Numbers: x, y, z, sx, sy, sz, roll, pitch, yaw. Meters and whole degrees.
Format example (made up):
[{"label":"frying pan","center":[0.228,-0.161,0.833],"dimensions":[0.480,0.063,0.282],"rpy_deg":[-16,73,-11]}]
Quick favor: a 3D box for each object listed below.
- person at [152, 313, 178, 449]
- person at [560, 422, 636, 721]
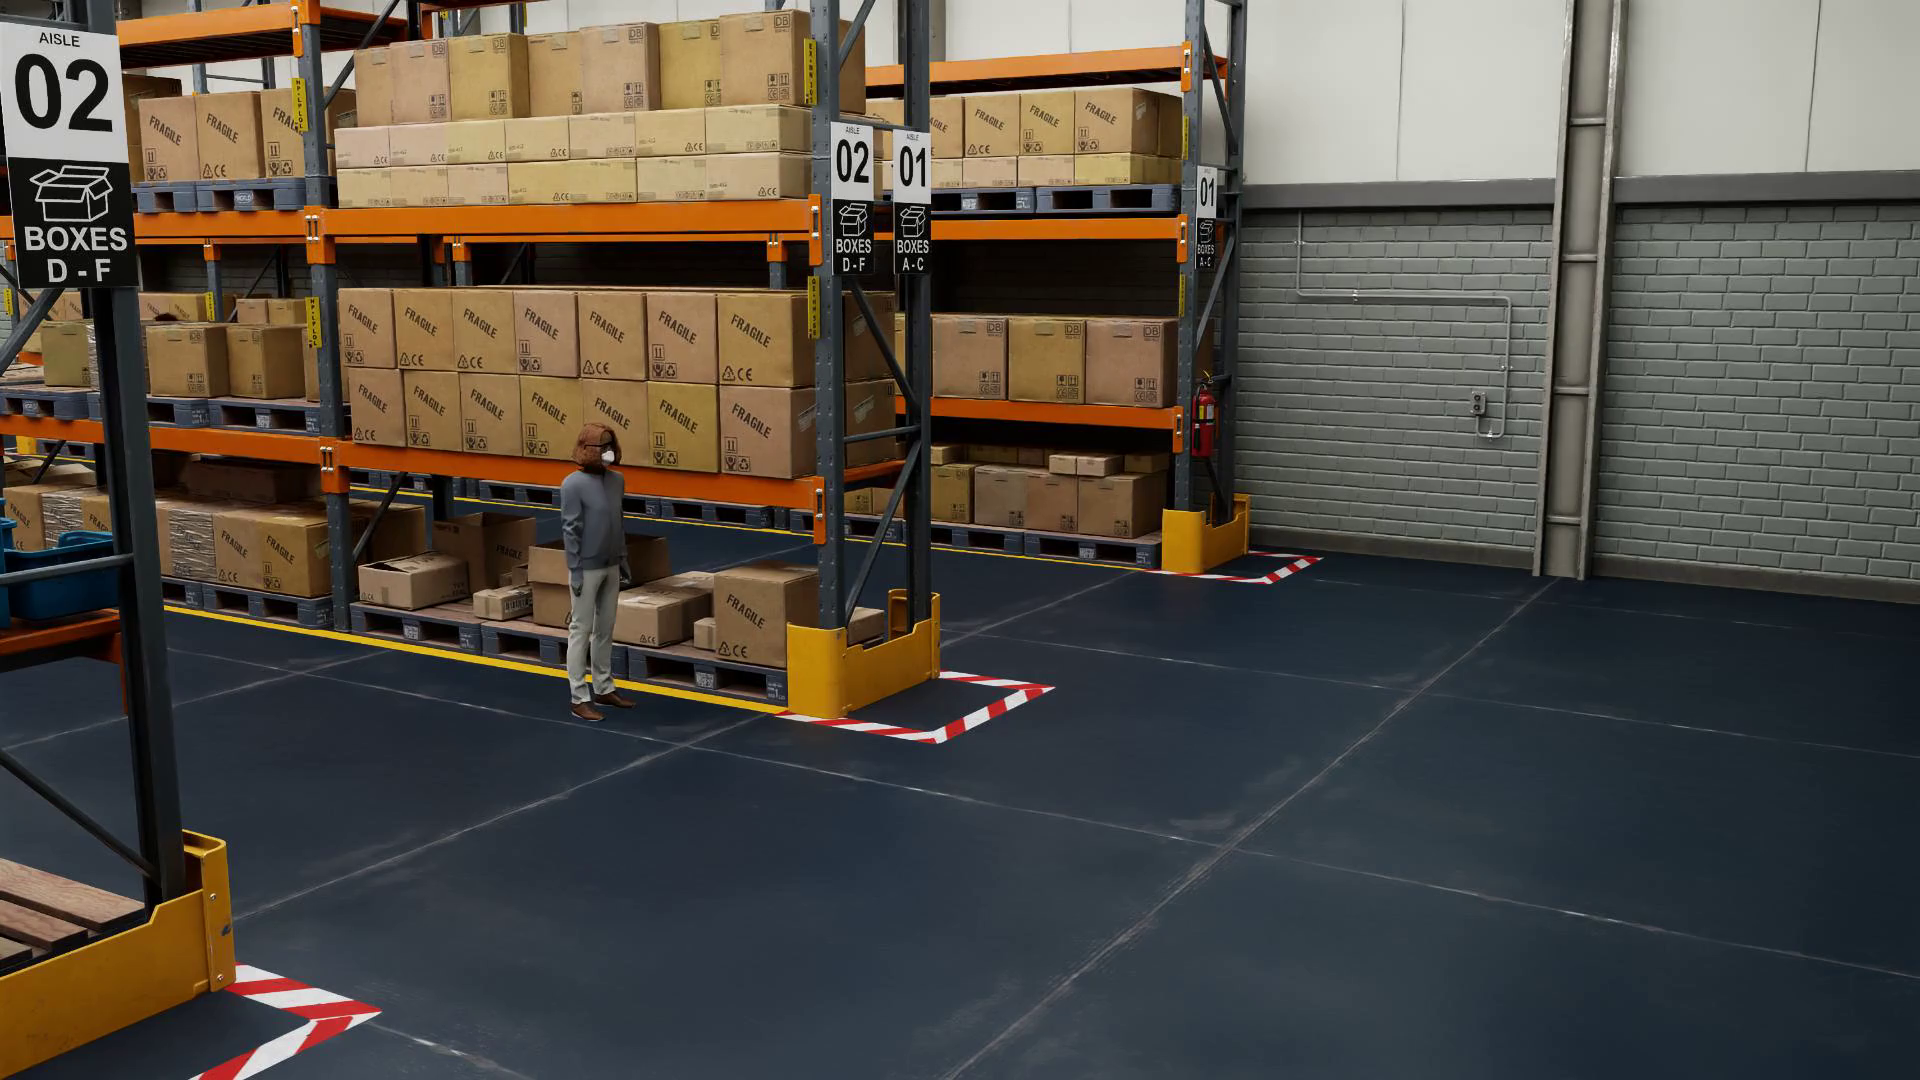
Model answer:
[{"label":"person","center":[-8.256,-1.394,17.373],"dimensions":[0.611,1.941,0.631],"rpy_deg":[8,13,39]},{"label":"person","center":[-1.994,0.163,9.175],"dimensions":[0.284,1.634,0.498],"rpy_deg":[5,11,26]}]
